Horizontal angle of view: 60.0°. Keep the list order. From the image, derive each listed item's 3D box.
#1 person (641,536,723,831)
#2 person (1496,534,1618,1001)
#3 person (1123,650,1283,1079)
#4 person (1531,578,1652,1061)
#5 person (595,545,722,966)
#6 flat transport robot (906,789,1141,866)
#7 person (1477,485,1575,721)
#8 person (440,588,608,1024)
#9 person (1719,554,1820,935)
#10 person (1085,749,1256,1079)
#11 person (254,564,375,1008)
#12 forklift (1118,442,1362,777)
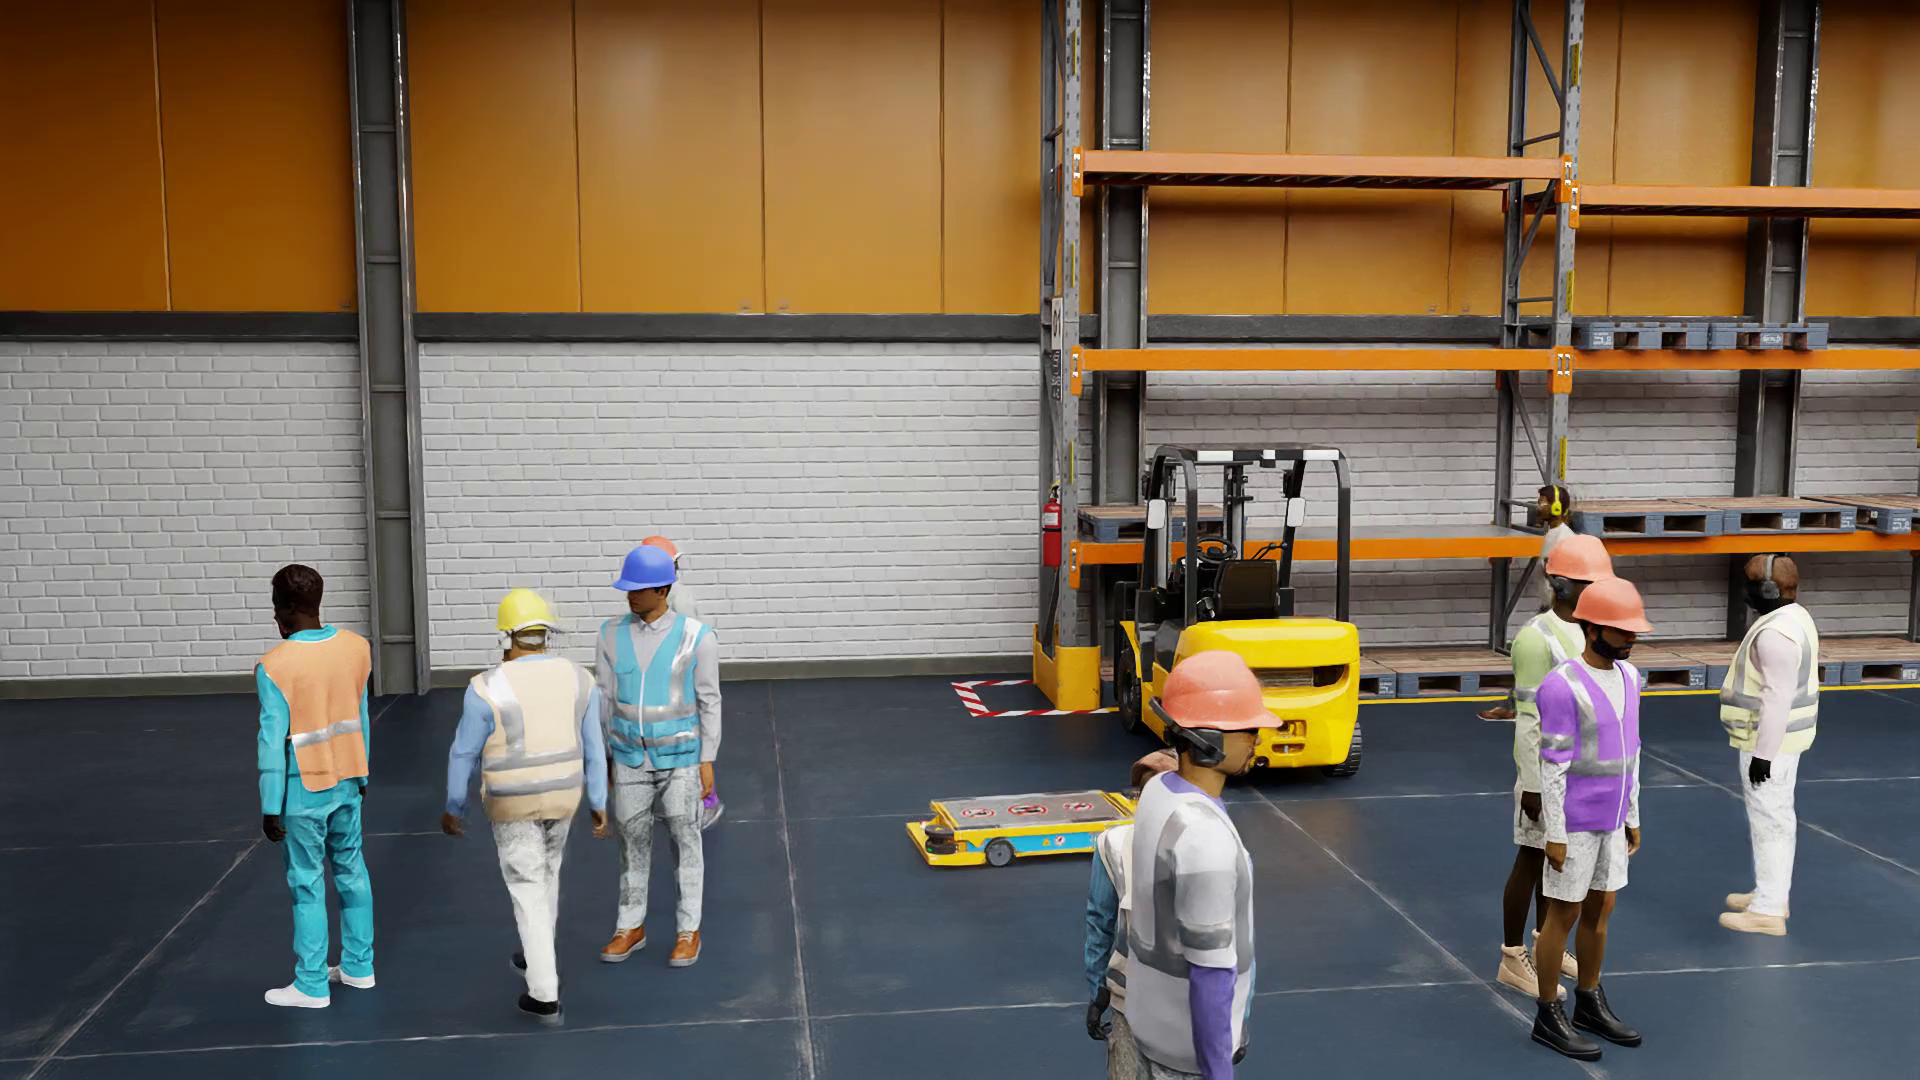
[{"bbox_3d":[-1.686,0.837,9.825,0.439,1.731,0.583,-3,7,-25],"label":"person"},{"bbox_3d":[2.640,0.985,7.259,0.603,2.034,0.417,-6,9,-43],"label":"person"},{"bbox_3d":[0.638,1.300,4.427,0.397,2.044,0.609,-1,7,-6],"label":"person"},{"bbox_3d":[2.544,1.104,6.652,0.544,1.930,0.389,-4,8,-33],"label":"person"},{"bbox_3d":[-1.392,0.983,7.634,0.605,1.944,0.403,2,7,13],"label":"person"},{"bbox_3d":[0.458,1.611,9.394,1.431,0.197,0.652,-1,7,-13],"label":"flat transport robot"},{"bbox_3d":[4.450,0.498,12.462,0.962,1.821,0.540,1,7,7],"label":"person"},{"bbox_3d":[-1.892,1.110,7.153,0.780,1.799,0.619,6,9,45],"label":"person"},{"bbox_3d":[3.931,0.981,8.107,0.429,1.840,0.633,4,8,32],"label":"person"},{"bbox_3d":[0.631,1.431,5.046,0.522,1.636,0.311,2,7,21],"label":"person"},{"bbox_3d":[-2.766,1.054,7.169,0.399,1.911,0.587,3,7,24],"label":"person"},{"bbox_3d":[1.912,0.418,11.496,1.214,2.155,2.313,-1,7,-8],"label":"forklift"}]
